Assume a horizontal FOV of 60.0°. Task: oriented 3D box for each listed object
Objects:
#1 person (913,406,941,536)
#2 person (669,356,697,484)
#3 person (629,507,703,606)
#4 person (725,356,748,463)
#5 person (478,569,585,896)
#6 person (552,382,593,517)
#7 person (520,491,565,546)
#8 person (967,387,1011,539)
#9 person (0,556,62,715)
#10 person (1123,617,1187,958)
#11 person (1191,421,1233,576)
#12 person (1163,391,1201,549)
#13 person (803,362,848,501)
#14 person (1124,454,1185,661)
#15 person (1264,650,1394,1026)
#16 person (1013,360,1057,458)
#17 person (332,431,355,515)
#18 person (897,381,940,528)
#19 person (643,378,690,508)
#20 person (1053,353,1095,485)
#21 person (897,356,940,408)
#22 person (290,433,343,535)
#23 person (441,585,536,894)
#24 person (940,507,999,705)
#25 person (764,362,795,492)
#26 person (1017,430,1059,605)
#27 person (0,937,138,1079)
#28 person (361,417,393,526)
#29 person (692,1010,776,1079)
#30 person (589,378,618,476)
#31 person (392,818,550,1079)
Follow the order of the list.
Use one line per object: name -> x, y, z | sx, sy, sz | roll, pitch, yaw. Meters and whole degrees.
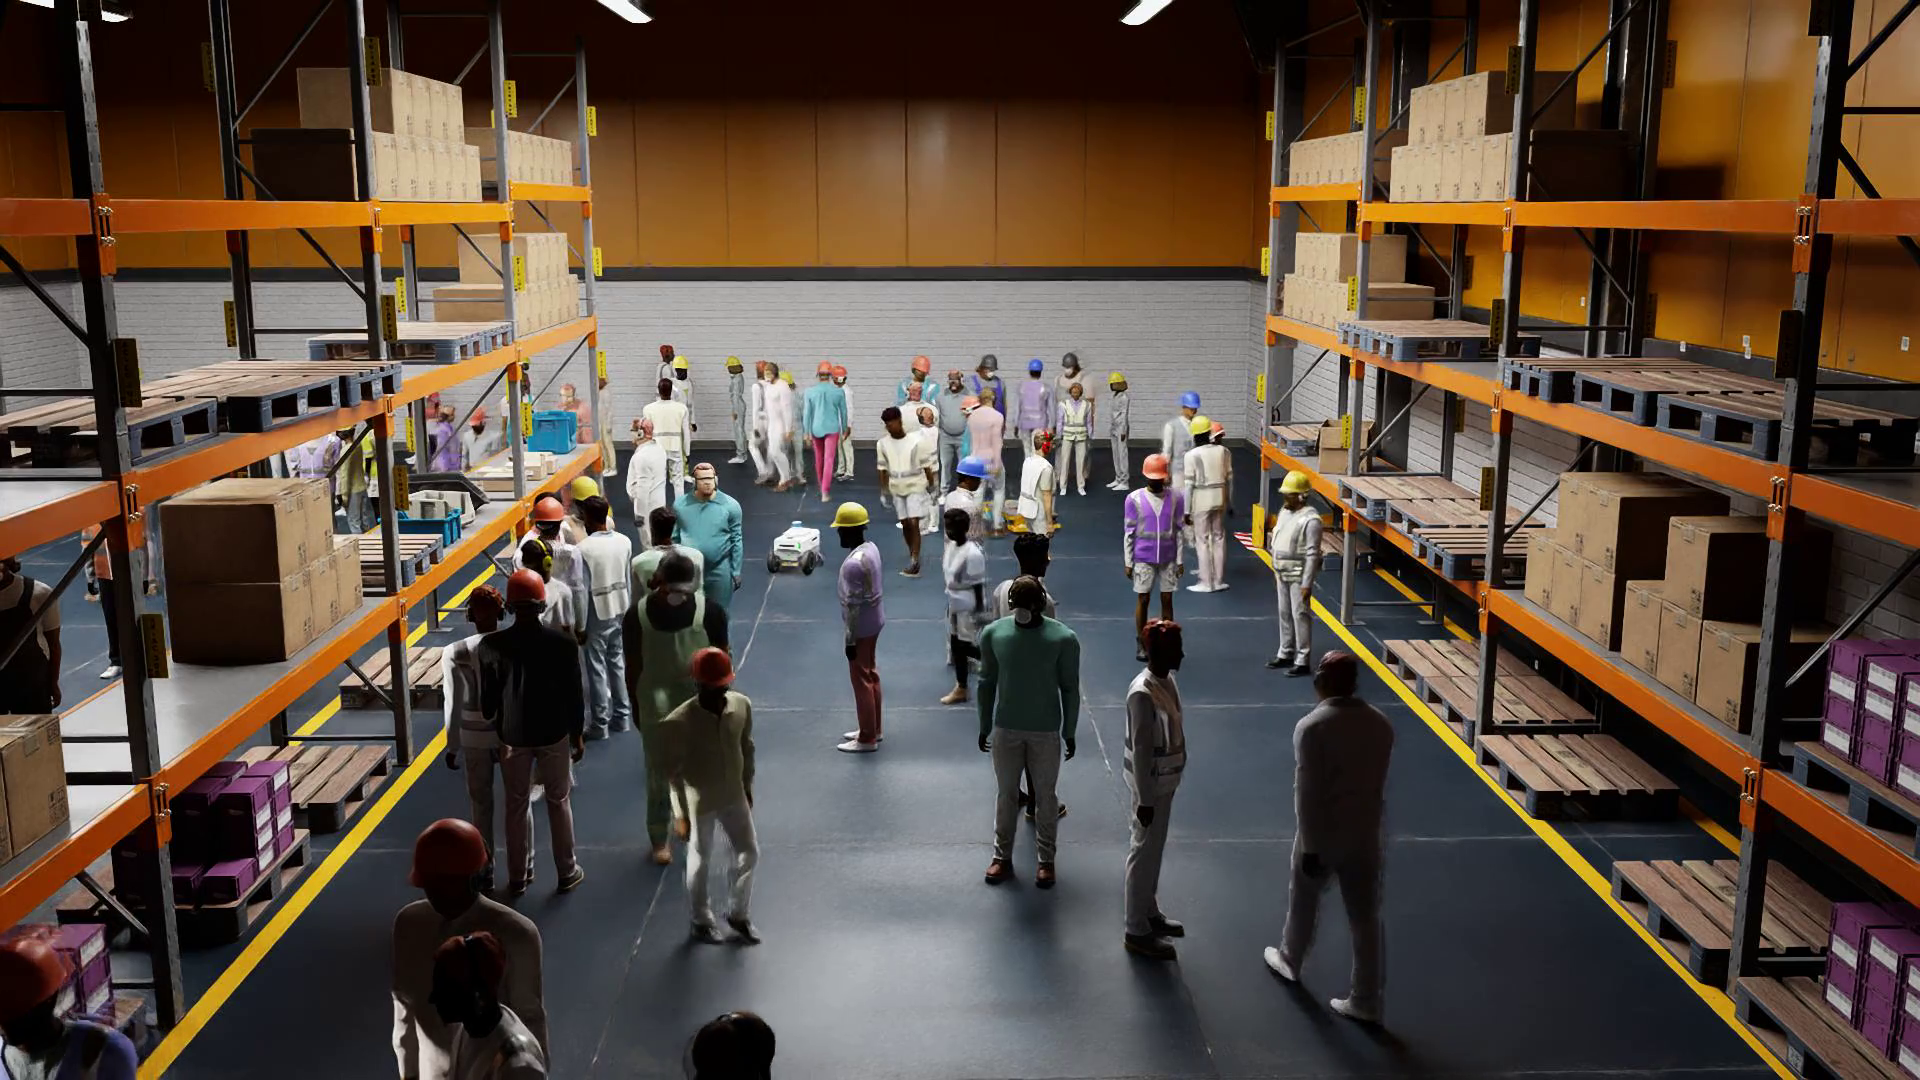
person -> -0.428, -0.872, 21.013 | 0.307, 1.641, 0.513 | 8, 14, 35
person -> -4.170, -1.794, 24.912 | 0.383, 1.928, 0.588 | 8, 14, 36
person -> -2.174, 0.706, 12.440 | 0.590, 1.909, 0.403 | -7, 13, -32
person -> -3.641, -2.121, 27.042 | 0.328, 1.737, 0.486 | 0, 11, 0
person -> -2.550, 1.153, 9.960 | 0.612, 1.997, 0.375 | -1, 11, -7
person -> -5.049, -1.140, 21.732 | 0.688, 1.883, 0.520 | 7, 13, 30
person -> -3.284, 0.552, 13.207 | 0.403, 1.910, 0.592 | 2, 11, 11
person -> 0.340, -0.960, 20.836 | 0.636, 1.888, 0.736 | 9, 14, 38
person -> -6.260, 0.940, 10.919 | 0.684, 2.000, 0.538 | -5, 12, -25
person -> 1.085, 1.353, 9.242 | 0.340, 1.882, 0.586 | 4, 12, 19
person -> 2.846, -0.469, 18.754 | 0.352, 1.737, 0.570 | 8, 14, 35
person -> 2.765, -0.843, 20.129 | 0.610, 1.934, 0.430 | -4, 12, -19
person -> -1.912, -1.564, 23.753 | 0.608, 1.939, 1.041 | 1, 11, 4
person -> 1.768, 0.163, 15.127 | 0.550, 1.923, 0.391 | -1, 11, -5
person -> 1.927, 1.500, 8.614 | 0.660, 1.838, 0.940 | -5, 12, -24
person -> 1.135, -1.713, 24.572 | 0.620, 1.894, 0.964 | 5, 12, 23
person -> -8.327, -1.198, 22.414 | 0.321, 1.737, 0.483 | 2, 11, 11
person -> -0.585, -1.091, 21.438 | 0.643, 1.909, 0.410 | -6, 13, -28
person -> -3.819, -1.153, 21.724 | 0.593, 1.920, 0.391 | -2, 11, -8
person -> 1.710, -1.877, 25.043 | 0.690, 2.000, 1.056 | 6, 13, 28
person -> -0.597, -1.633, 23.870 | 0.638, 2.026, 0.409 | 1, 11, 5
person -> -7.281, -0.586, 18.851 | 0.587, 1.930, 0.360 | -1, 11, -4
person -> -2.817, 1.194, 10.040 | 0.586, 1.882, 0.342 | -7, 13, -32
person -> 0.103, 0.543, 13.837 | 0.531, 1.674, 0.539 | -5, 12, -25
person -> -2.643, -1.626, 24.100 | 0.464, 1.910, 0.670 | -7, 13, -32
person -> 0.811, -0.226, 17.290 | 0.394, 1.836, 0.560 | -4, 12, -19
person -> -2.868, 2.122, 5.373 | 0.546, 1.897, 0.968 | -2, 11, -9
person -> -7.212, -0.815, 20.583 | 0.315, 1.696, 0.541 | 3, 12, 14
person -> -0.678, 2.254, 4.871 | 0.627, 1.823, 0.450 | 9, 14, 37
person -> -5.507, -1.779, 25.652 | 0.383, 1.607, 0.511 | -9, 14, -37
person -> -1.781, 1.945, 6.025 | 0.617, 1.986, 0.406 | 4, 12, 18
